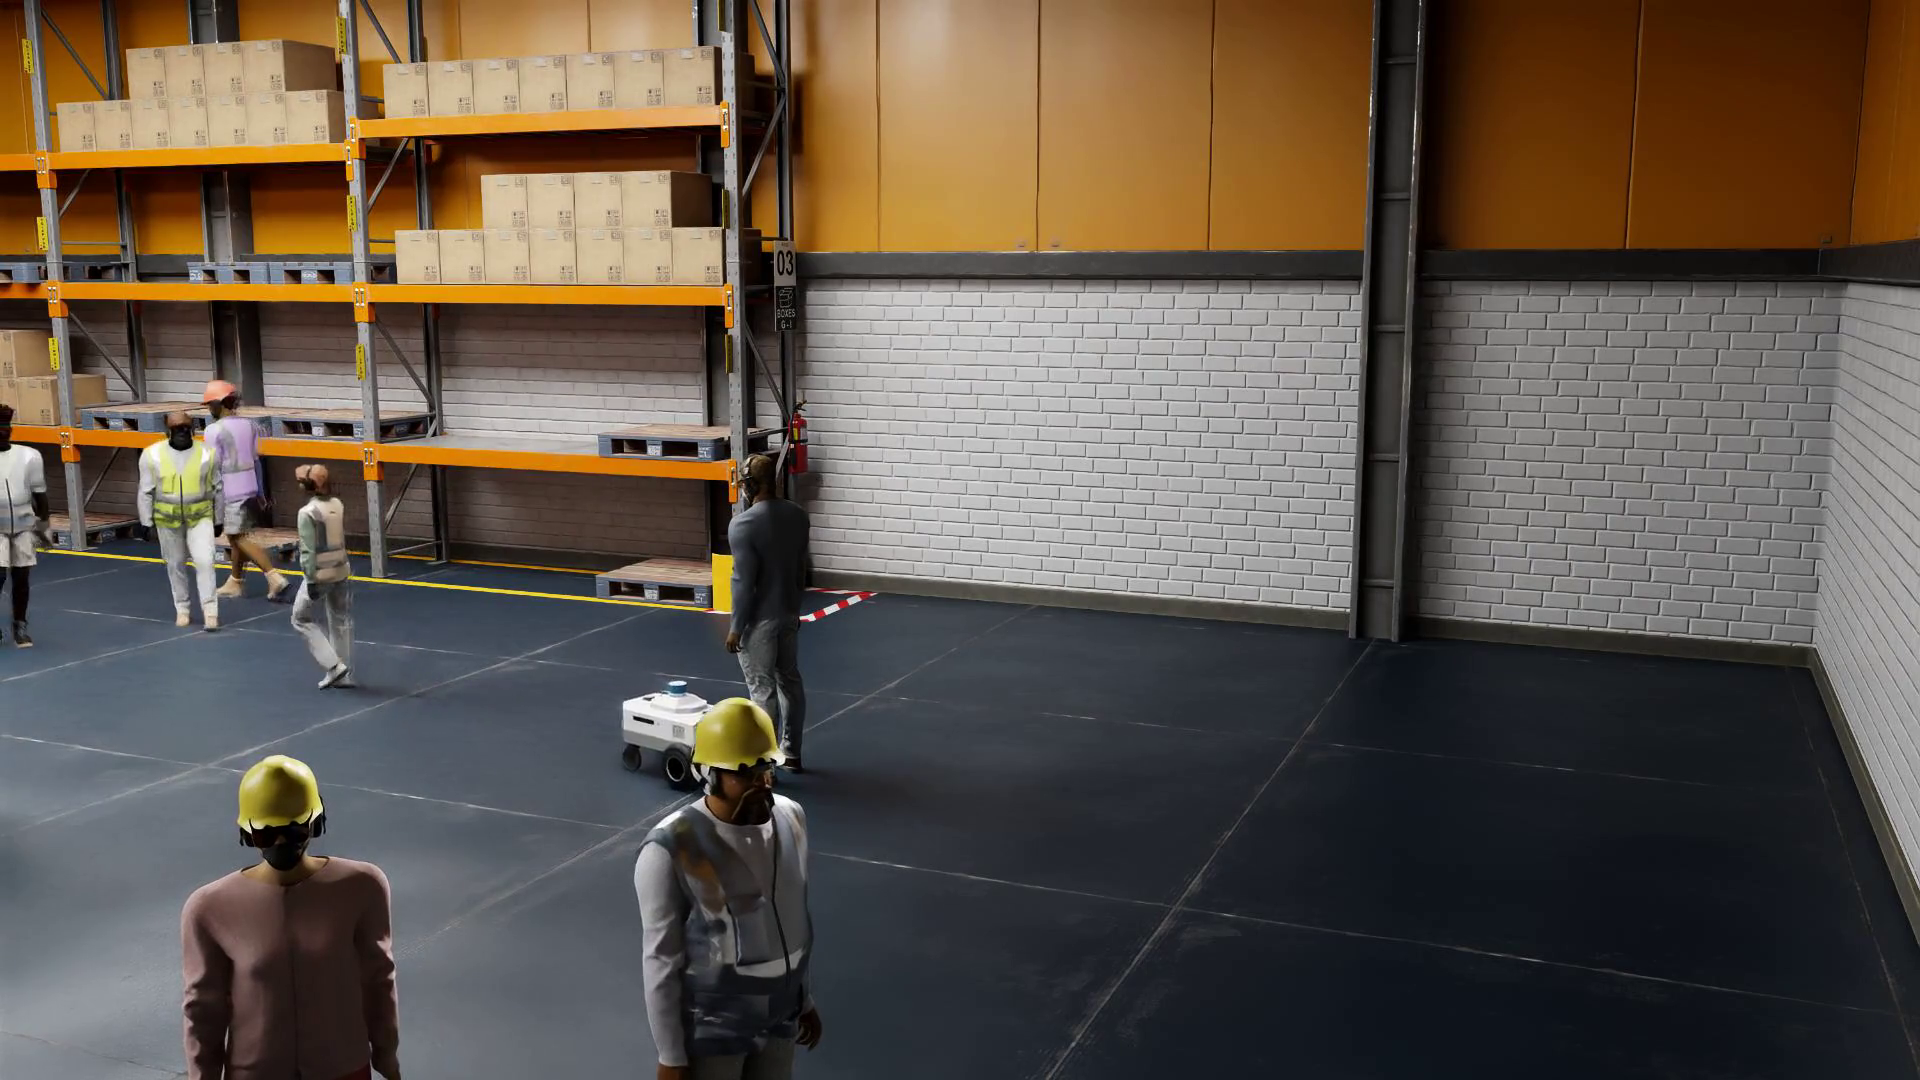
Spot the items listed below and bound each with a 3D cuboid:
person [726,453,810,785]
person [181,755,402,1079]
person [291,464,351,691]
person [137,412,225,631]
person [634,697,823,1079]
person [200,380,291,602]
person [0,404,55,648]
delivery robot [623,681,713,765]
[{"bbox_3d":[-1.129,0.458,9.690,0.373,1.935,0.628,6,11,32],"label":"person"},{"bbox_3d":[-1.739,1.418,4.384,0.533,1.767,0.327,-5,11,-29],"label":"person"},{"bbox_3d":[-4.510,0.270,11.760,0.369,1.629,0.529,2,10,14],"label":"person"},{"bbox_3d":[-6.392,-0.134,13.679,0.649,1.810,0.858,-4,10,-22],"label":"person"},{"bbox_3d":[-0.615,1.335,4.675,0.403,1.835,0.588,8,12,40],"label":"person"},{"bbox_3d":[-6.385,-0.427,14.846,0.850,2.012,0.614,2,9,9],"label":"person"},{"bbox_3d":[-7.461,-0.099,13.022,0.423,1.942,0.622,9,13,42],"label":"person"},{"bbox_3d":[-1.661,1.078,9.821,0.707,0.478,0.477,7,12,37],"label":"delivery robot"}]
